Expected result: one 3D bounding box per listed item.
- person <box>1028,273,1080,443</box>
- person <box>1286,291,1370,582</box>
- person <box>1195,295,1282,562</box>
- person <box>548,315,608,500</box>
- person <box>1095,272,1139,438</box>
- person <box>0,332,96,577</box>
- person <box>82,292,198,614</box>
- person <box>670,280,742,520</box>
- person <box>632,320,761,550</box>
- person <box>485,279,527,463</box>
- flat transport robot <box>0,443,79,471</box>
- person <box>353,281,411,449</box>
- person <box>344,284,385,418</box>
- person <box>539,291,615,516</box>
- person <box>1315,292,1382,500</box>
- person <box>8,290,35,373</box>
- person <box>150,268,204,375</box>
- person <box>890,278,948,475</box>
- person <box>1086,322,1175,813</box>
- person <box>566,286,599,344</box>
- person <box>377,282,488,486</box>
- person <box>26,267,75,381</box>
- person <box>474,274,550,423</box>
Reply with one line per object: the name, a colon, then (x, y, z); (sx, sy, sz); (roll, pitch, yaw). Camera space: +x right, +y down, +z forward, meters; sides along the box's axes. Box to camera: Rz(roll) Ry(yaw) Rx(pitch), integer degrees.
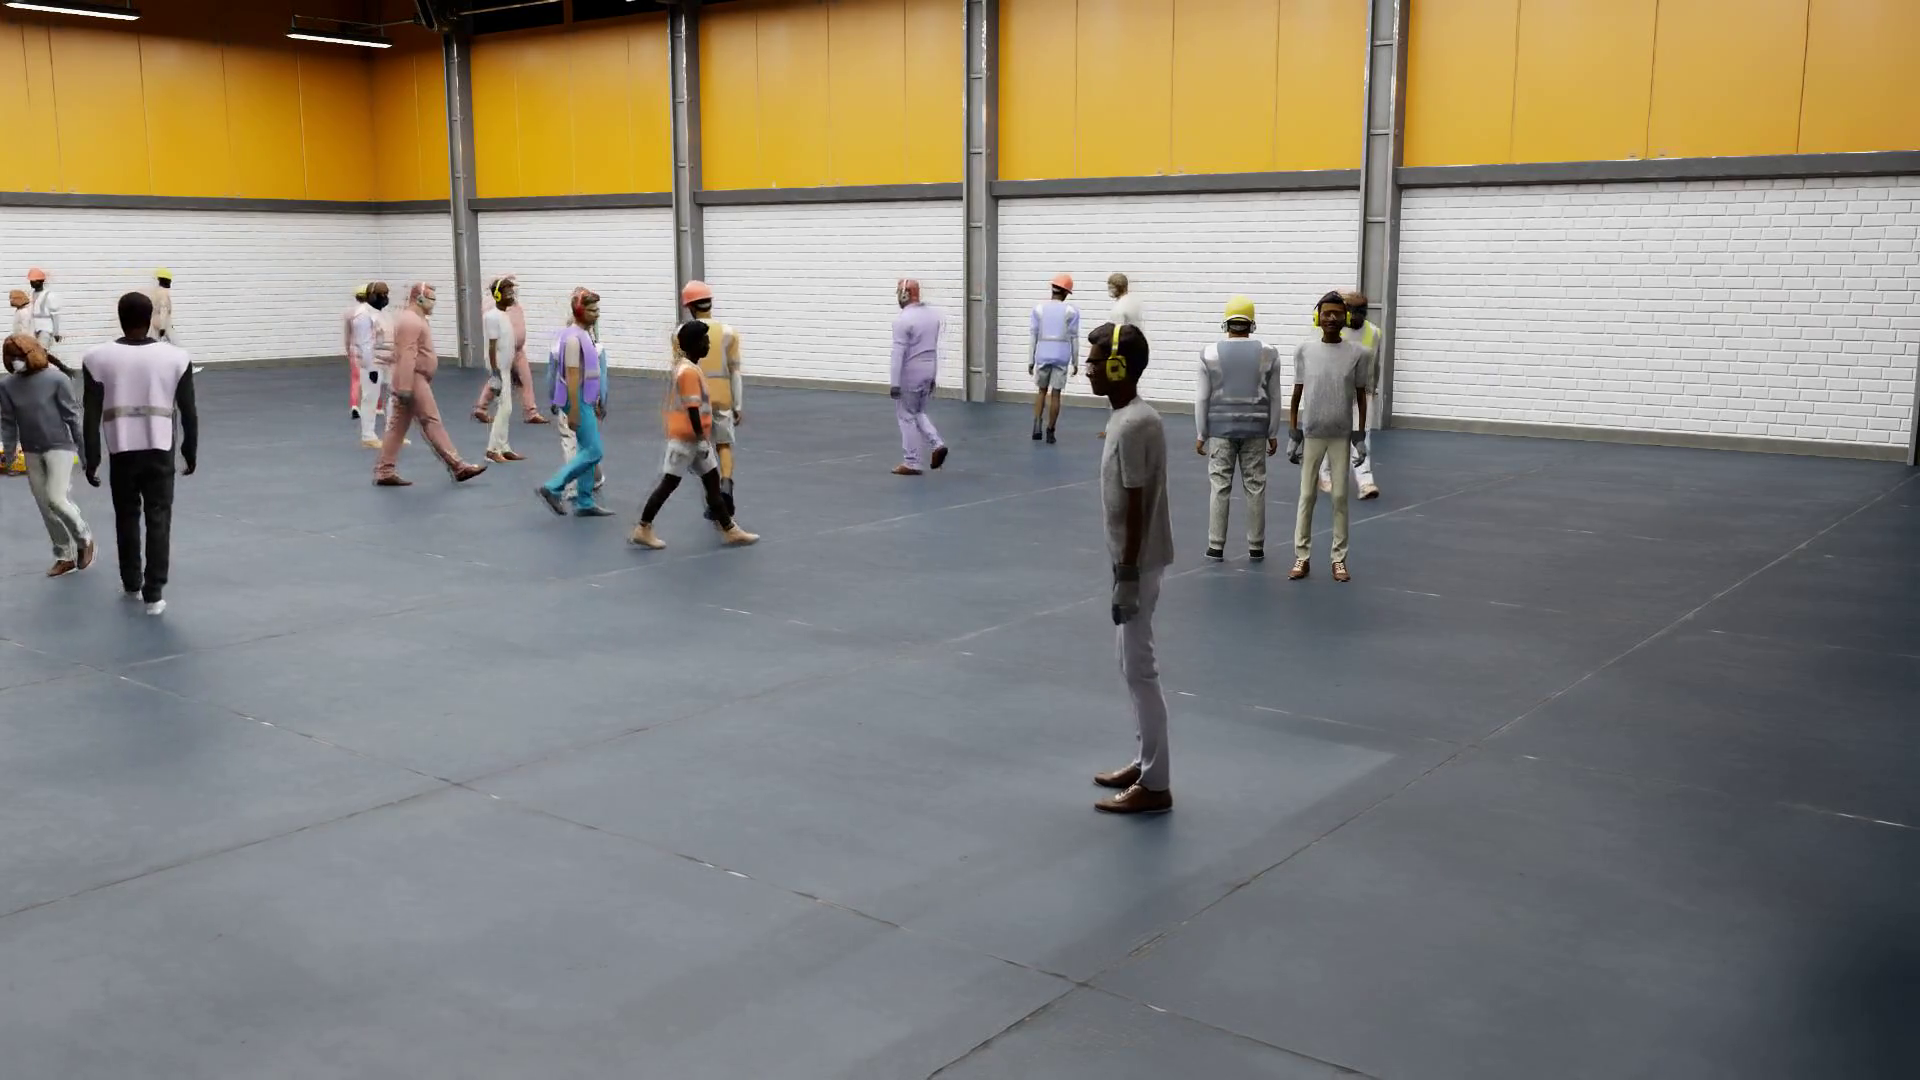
person: (1.059, -2.034, 18.679); (0.572, 1.900, 0.521); (2, 10, 14)
person: (2.376, -0.665, 10.758); (0.518, 1.876, 0.326); (2, 10, 14)
person: (1.900, -0.754, 11.397); (0.587, 1.833, 0.404); (0, 10, 3)
person: (-3.326, -1.171, 14.501); (0.534, 1.586, 0.861); (-1, 10, -5)
person: (1.841, -2.068, 18.831); (0.618, 1.901, 0.653); (3, 10, 17)
person: (-5.975, -0.551, 10.842); (0.536, 1.607, 0.359); (1, 10, 7)
person: (-4.902, -0.537, 9.996); (0.617, 1.873, 0.906); (-4, 11, -25)
person: (-1.991, -1.088, 13.116); (0.542, 1.911, 0.587); (-3, 10, -16)
person: (-1.941, -0.749, 11.907); (0.911, 1.651, 0.542); (-1, 10, -4)
person: (-4.634, -1.712, 16.929); (0.347, 1.859, 0.575); (0, 10, -3)
flat transport robot: (-9.545, -0.838, 16.426); (1.431, 0.197, 0.652); (3, 10, 16)
person: (-6.238, -1.880, 17.984); (0.626, 1.818, 0.655); (1, 10, 6)
person: (-7.737, -2.450, 21.577); (0.527, 1.730, 0.873); (-1, 10, -5)
person: (-3.052, -1.065, 13.253); (0.476, 1.825, 0.590); (-1, 10, -9)
person: (3.368, -1.245, 14.424); (0.624, 1.785, 0.929); (-1, 10, -8)
person: (-13.345, -2.725, 23.504); (0.784, 1.598, 0.530); (-8, 13, -39)
person: (-13.603, -3.715, 28.526); (0.599, 1.871, 1.004); (9, 13, 41)
person: (-0.432, -1.554, 15.887); (0.476, 1.887, 0.666); (7, 12, 33)
person: (0.648, 0.109, 6.321); (0.361, 1.861, 0.514); (1, 10, 8)
person: (-5.652, -2.980, 24.952); (0.509, 1.629, 0.315); (-7, 12, -37)
person: (-4.879, -1.414, 15.195); (1.020, 1.844, 0.665); (-4, 11, -23)
person: (-14.320, -3.318, 26.116); (0.554, 1.912, 0.813); (5, 11, 25)
person: (-5.663, -2.371, 20.733); (0.964, 1.869, 0.663); (3, 10, 16)
